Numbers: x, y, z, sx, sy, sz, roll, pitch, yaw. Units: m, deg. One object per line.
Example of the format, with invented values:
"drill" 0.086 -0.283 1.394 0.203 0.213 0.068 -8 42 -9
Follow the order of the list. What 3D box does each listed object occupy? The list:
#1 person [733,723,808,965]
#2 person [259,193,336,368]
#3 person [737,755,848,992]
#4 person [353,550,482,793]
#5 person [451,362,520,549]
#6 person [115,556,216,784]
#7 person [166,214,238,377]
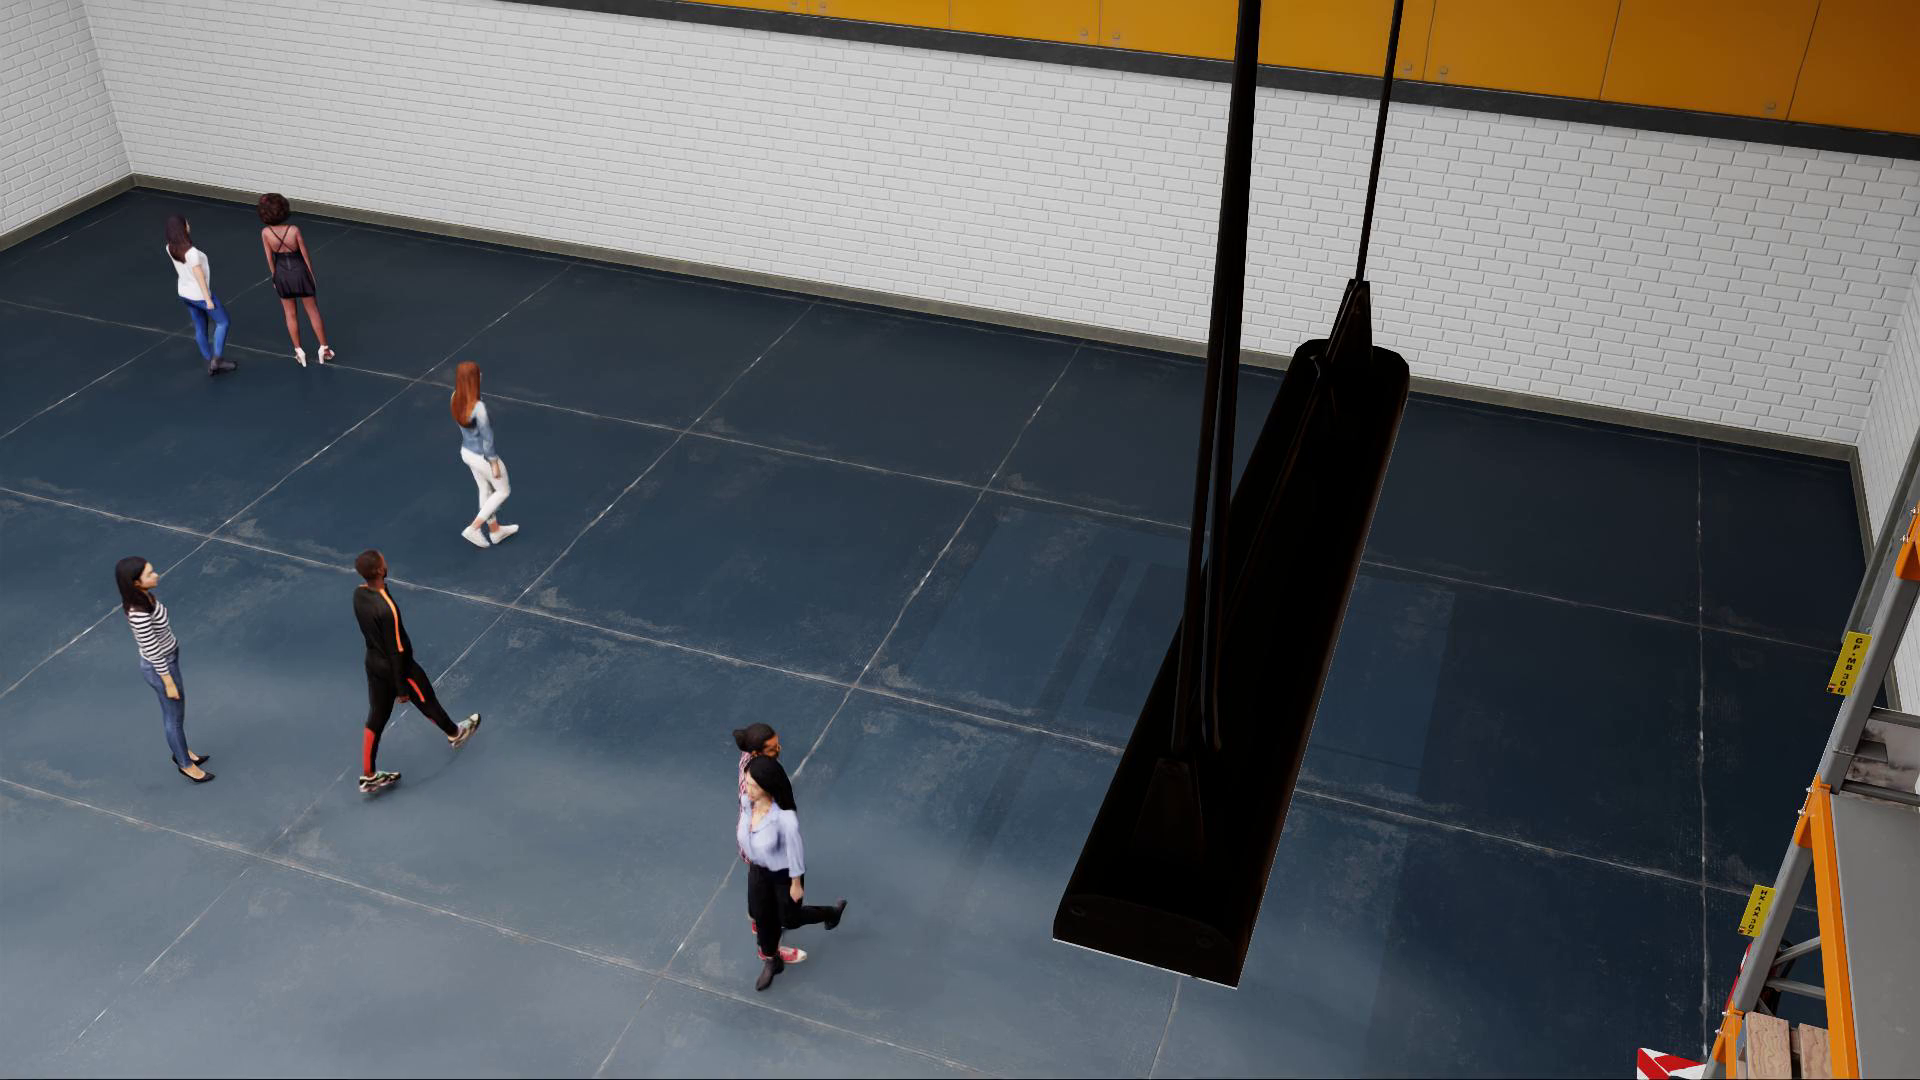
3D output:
"person" -1.158 1.778 9.912 0.853 1.760 0.733 -9 35 -14
"person" -6.576 -2.558 16.416 0.672 1.782 0.710 -7 34 -10
"person" -1.008 1.903 9.754 0.844 1.727 1.015 26 42 33
"person" -3.915 0.924 11.201 0.919 1.756 1.291 25 41 33
"person" -3.991 -0.651 13.626 0.790 1.694 0.892 28 43 35
"person" -5.384 0.876 11.238 0.702 1.795 0.642 -14 36 -20
"person" -7.467 -2.325 16.161 0.677 1.676 0.620 19 38 26
